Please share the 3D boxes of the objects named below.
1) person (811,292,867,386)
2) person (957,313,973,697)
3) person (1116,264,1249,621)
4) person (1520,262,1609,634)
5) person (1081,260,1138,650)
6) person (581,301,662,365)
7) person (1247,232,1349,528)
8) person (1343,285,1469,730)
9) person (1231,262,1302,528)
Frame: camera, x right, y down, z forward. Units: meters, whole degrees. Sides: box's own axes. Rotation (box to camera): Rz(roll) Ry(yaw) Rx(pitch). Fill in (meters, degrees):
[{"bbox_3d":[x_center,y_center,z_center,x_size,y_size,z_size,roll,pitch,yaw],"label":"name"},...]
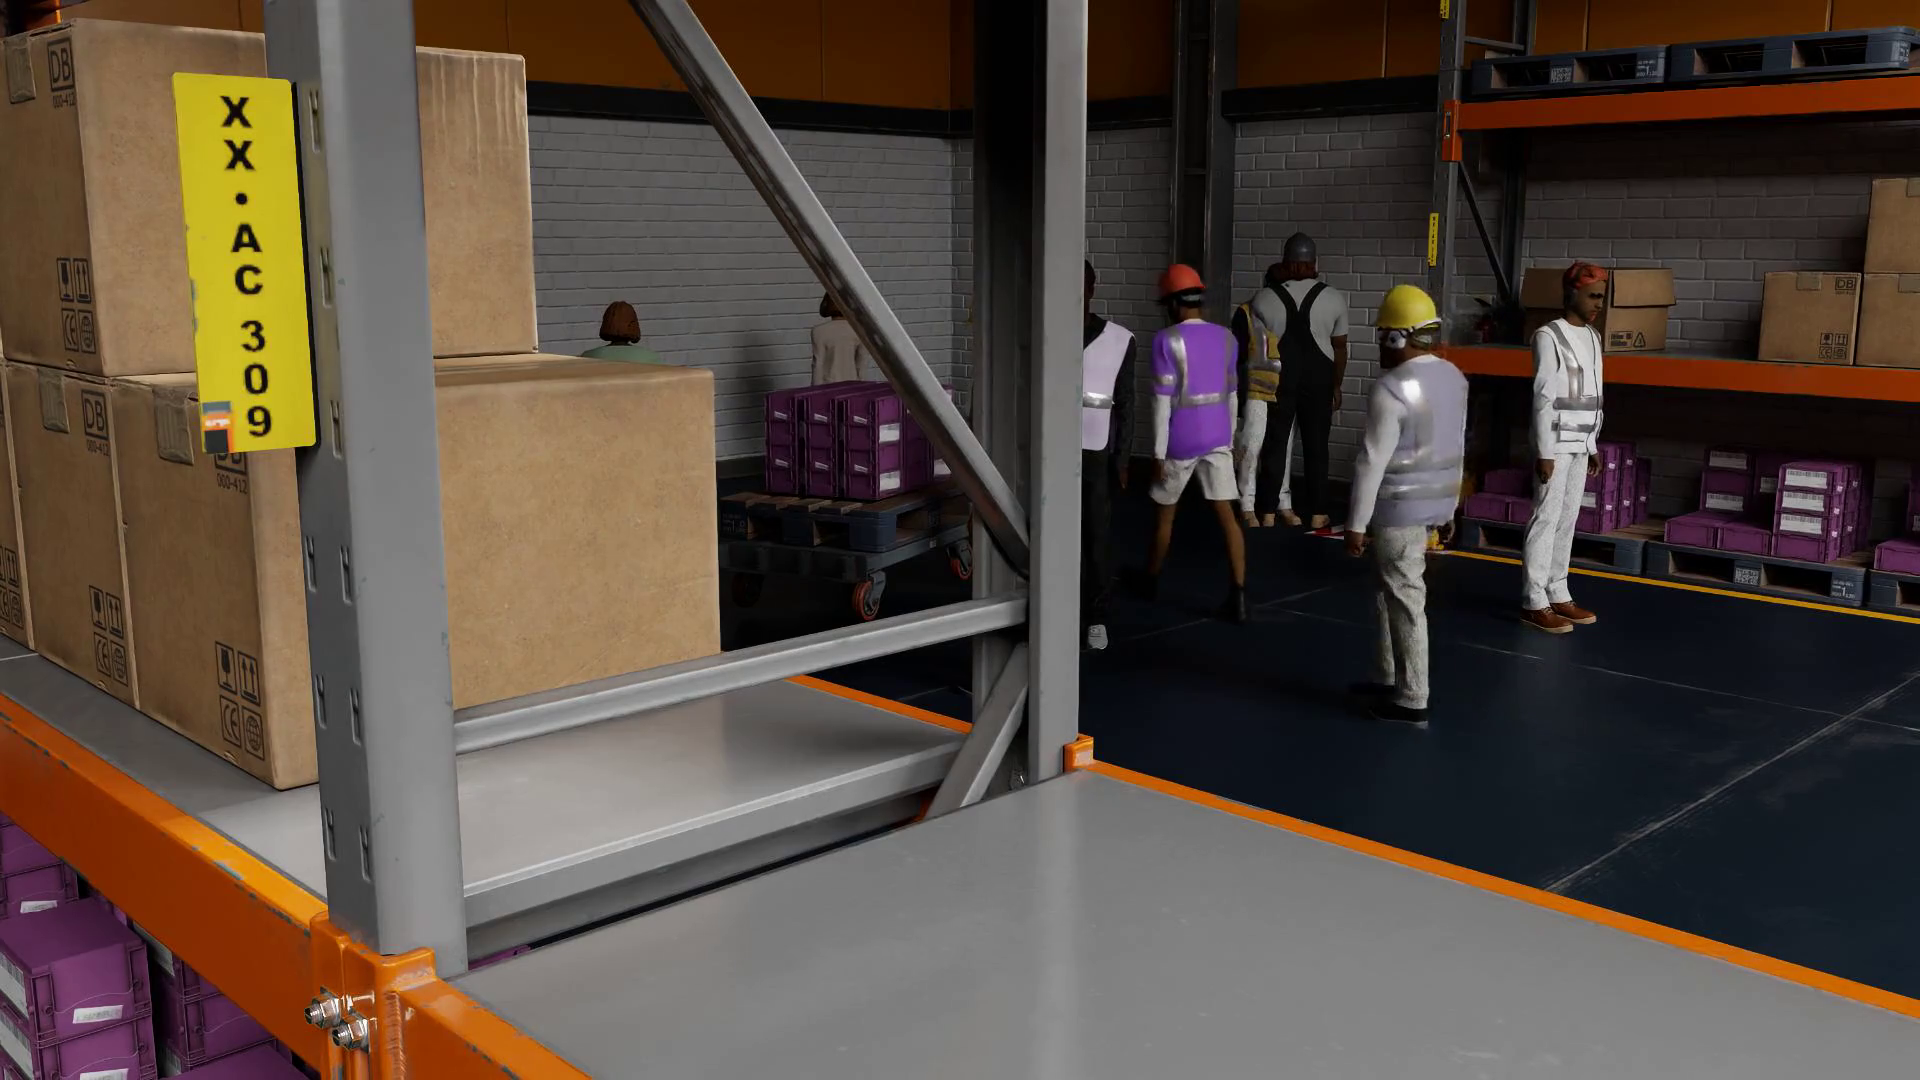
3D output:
[{"bbox_3d":[-0.941,-1.141,12.874,0.508,1.632,0.265,-8,13,-37],"label":"person"},{"bbox_3d":[0.184,-0.219,7.307,0.404,1.832,0.589,4,11,22],"label":"person"},{"bbox_3d":[1.234,-0.529,8.895,0.636,1.863,1.015,-5,12,-26],"label":"person"},{"bbox_3d":[3.122,-0.475,8.562,0.573,1.884,0.355,-10,15,-44],"label":"person"},{"bbox_3d":[0.565,-0.424,8.191,0.591,1.919,0.392,3,11,15],"label":"person"},{"bbox_3d":[-2.013,-0.610,9.980,0.507,1.633,0.278,-1,10,-5],"label":"person"},{"bbox_3d":[2.335,-1.105,11.568,0.682,2.000,0.537,2,11,11],"label":"person"},{"bbox_3d":[1.750,-0.137,6.894,0.611,1.815,0.620,10,14,43],"label":"person"},{"bbox_3d":[2.186,-1.002,11.574,0.621,1.837,0.429,-3,11,-17],"label":"person"}]
